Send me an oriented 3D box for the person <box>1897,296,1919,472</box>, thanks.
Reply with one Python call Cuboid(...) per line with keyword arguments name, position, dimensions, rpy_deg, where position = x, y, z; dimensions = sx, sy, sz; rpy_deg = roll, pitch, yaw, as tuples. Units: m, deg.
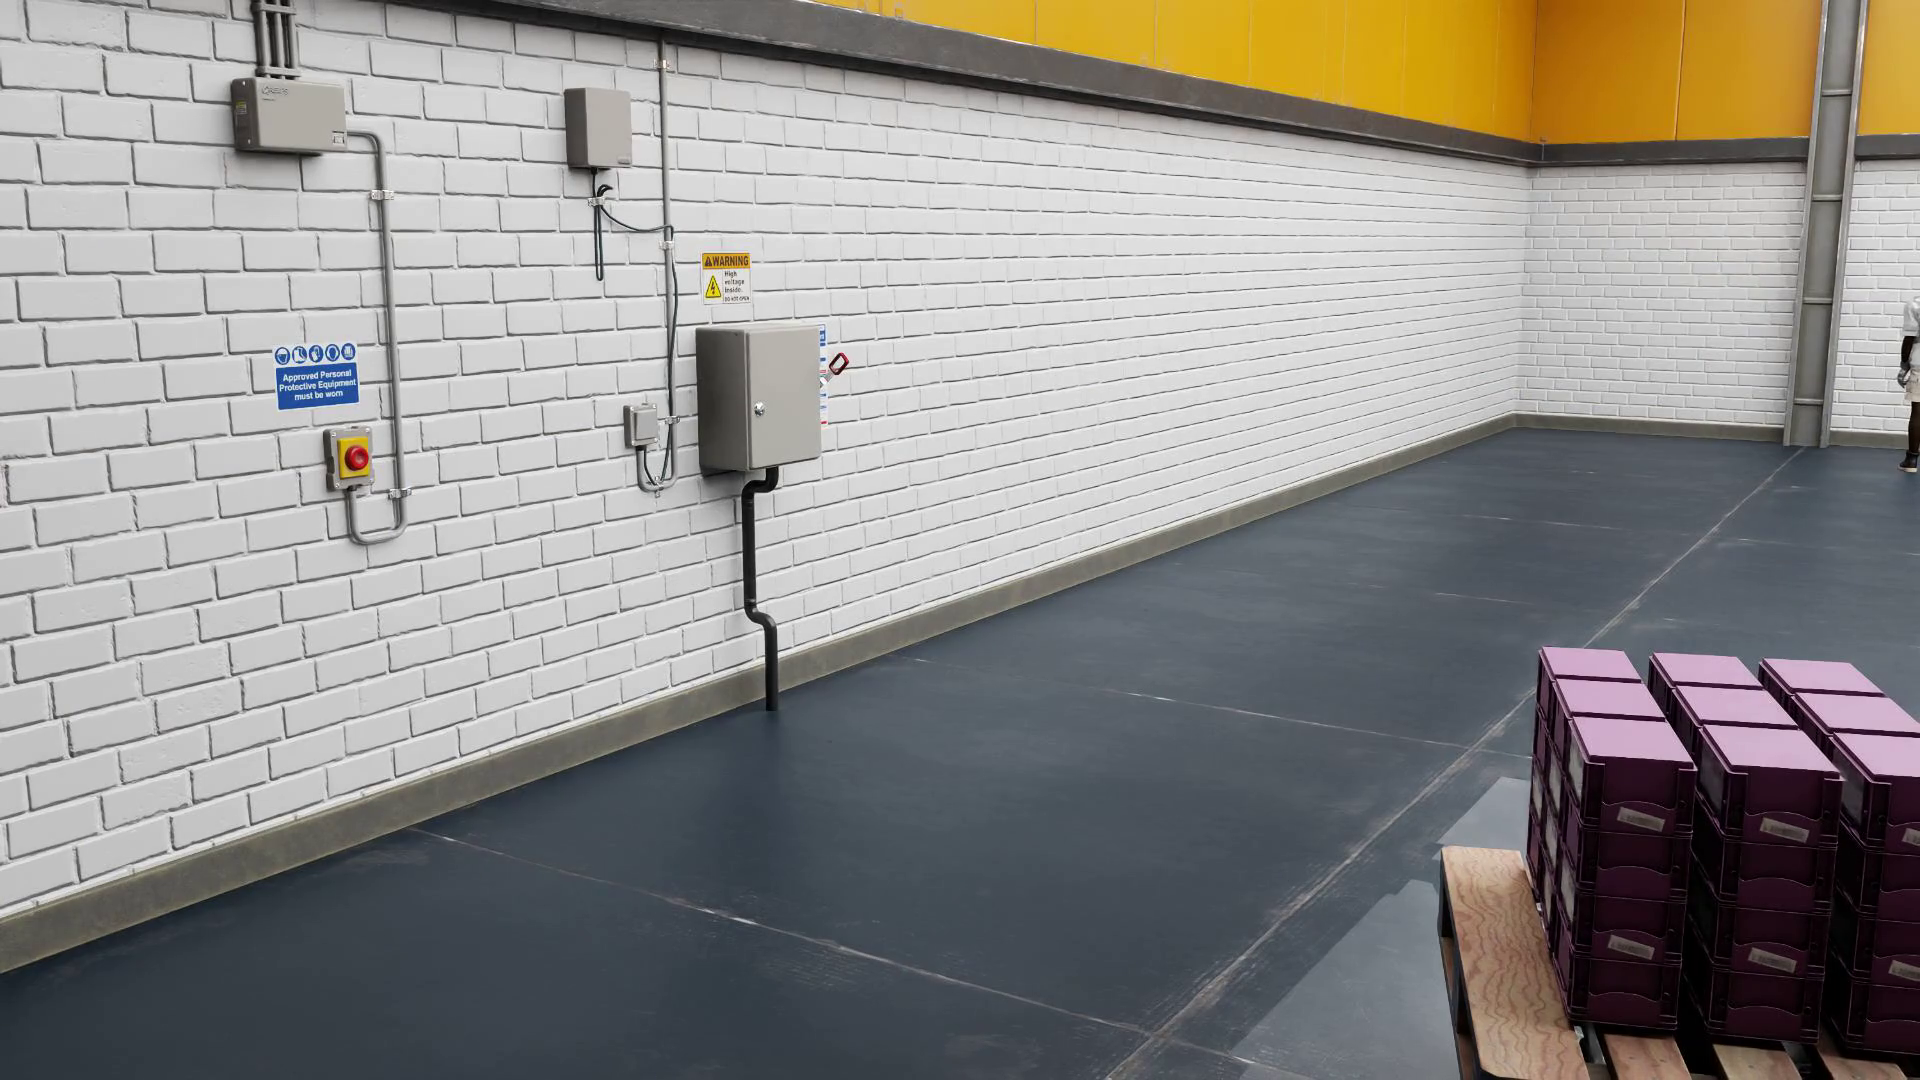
Cuboid(name="person", position=(8.818, -1.577, 15.035), dimensions=(0.602, 1.958, 0.369), rpy_deg=(4, 11, 19))
